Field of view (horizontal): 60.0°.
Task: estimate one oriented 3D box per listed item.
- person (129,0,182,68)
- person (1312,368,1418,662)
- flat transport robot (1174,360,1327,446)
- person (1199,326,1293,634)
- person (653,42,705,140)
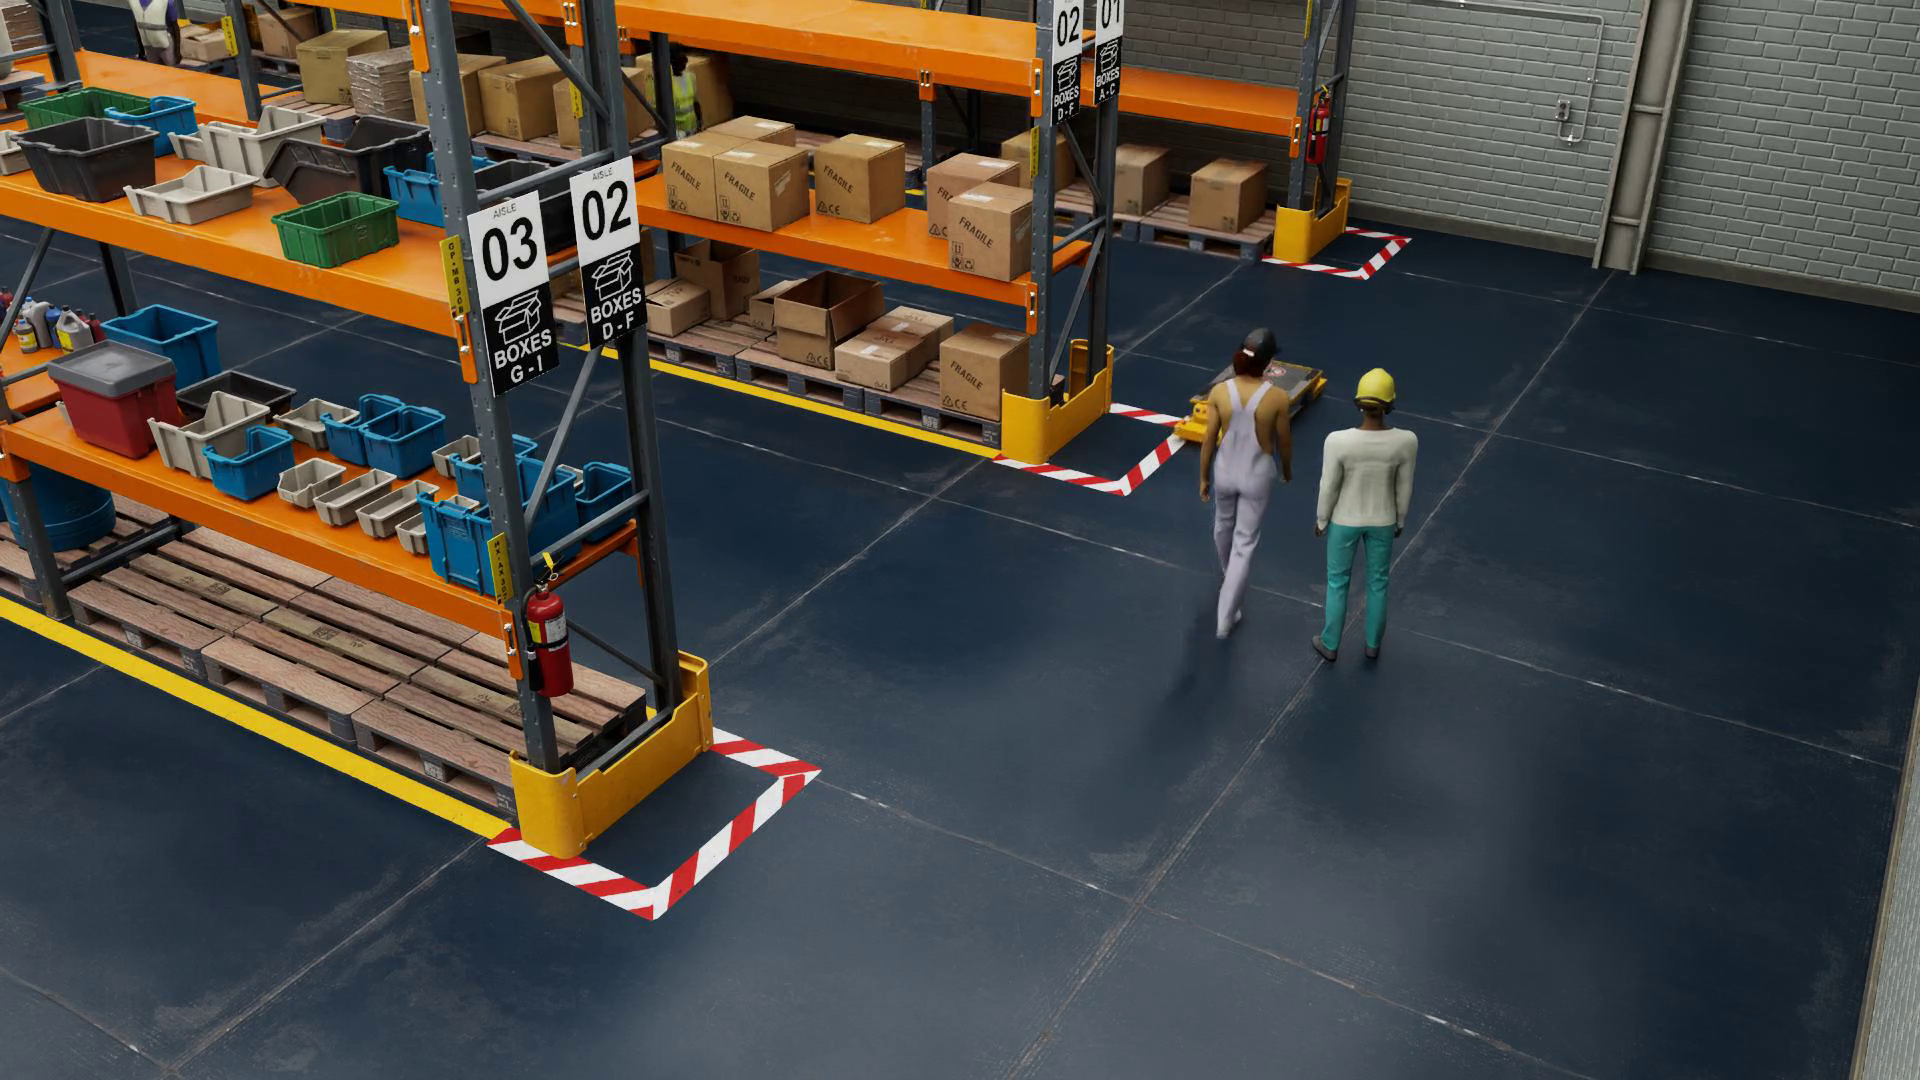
[{"bbox_3d":[-9.233,-5.685,19.222,0.563,1.837,0.388,7,30,12],"label":"person"},{"bbox_3d":[2.243,-0.121,9.316,0.524,1.765,0.326,0,29,-1],"label":"person"},{"bbox_3d":[2.205,-1.047,12.513,0.659,0.231,1.431,16,33,27],"label":"flat transport robot"},{"bbox_3d":[1.700,-0.413,9.802,0.482,1.807,0.954,14,32,23],"label":"person"},{"bbox_3d":[-2.746,-4.075,16.482,0.407,1.680,0.554,19,34,30],"label":"person"}]
